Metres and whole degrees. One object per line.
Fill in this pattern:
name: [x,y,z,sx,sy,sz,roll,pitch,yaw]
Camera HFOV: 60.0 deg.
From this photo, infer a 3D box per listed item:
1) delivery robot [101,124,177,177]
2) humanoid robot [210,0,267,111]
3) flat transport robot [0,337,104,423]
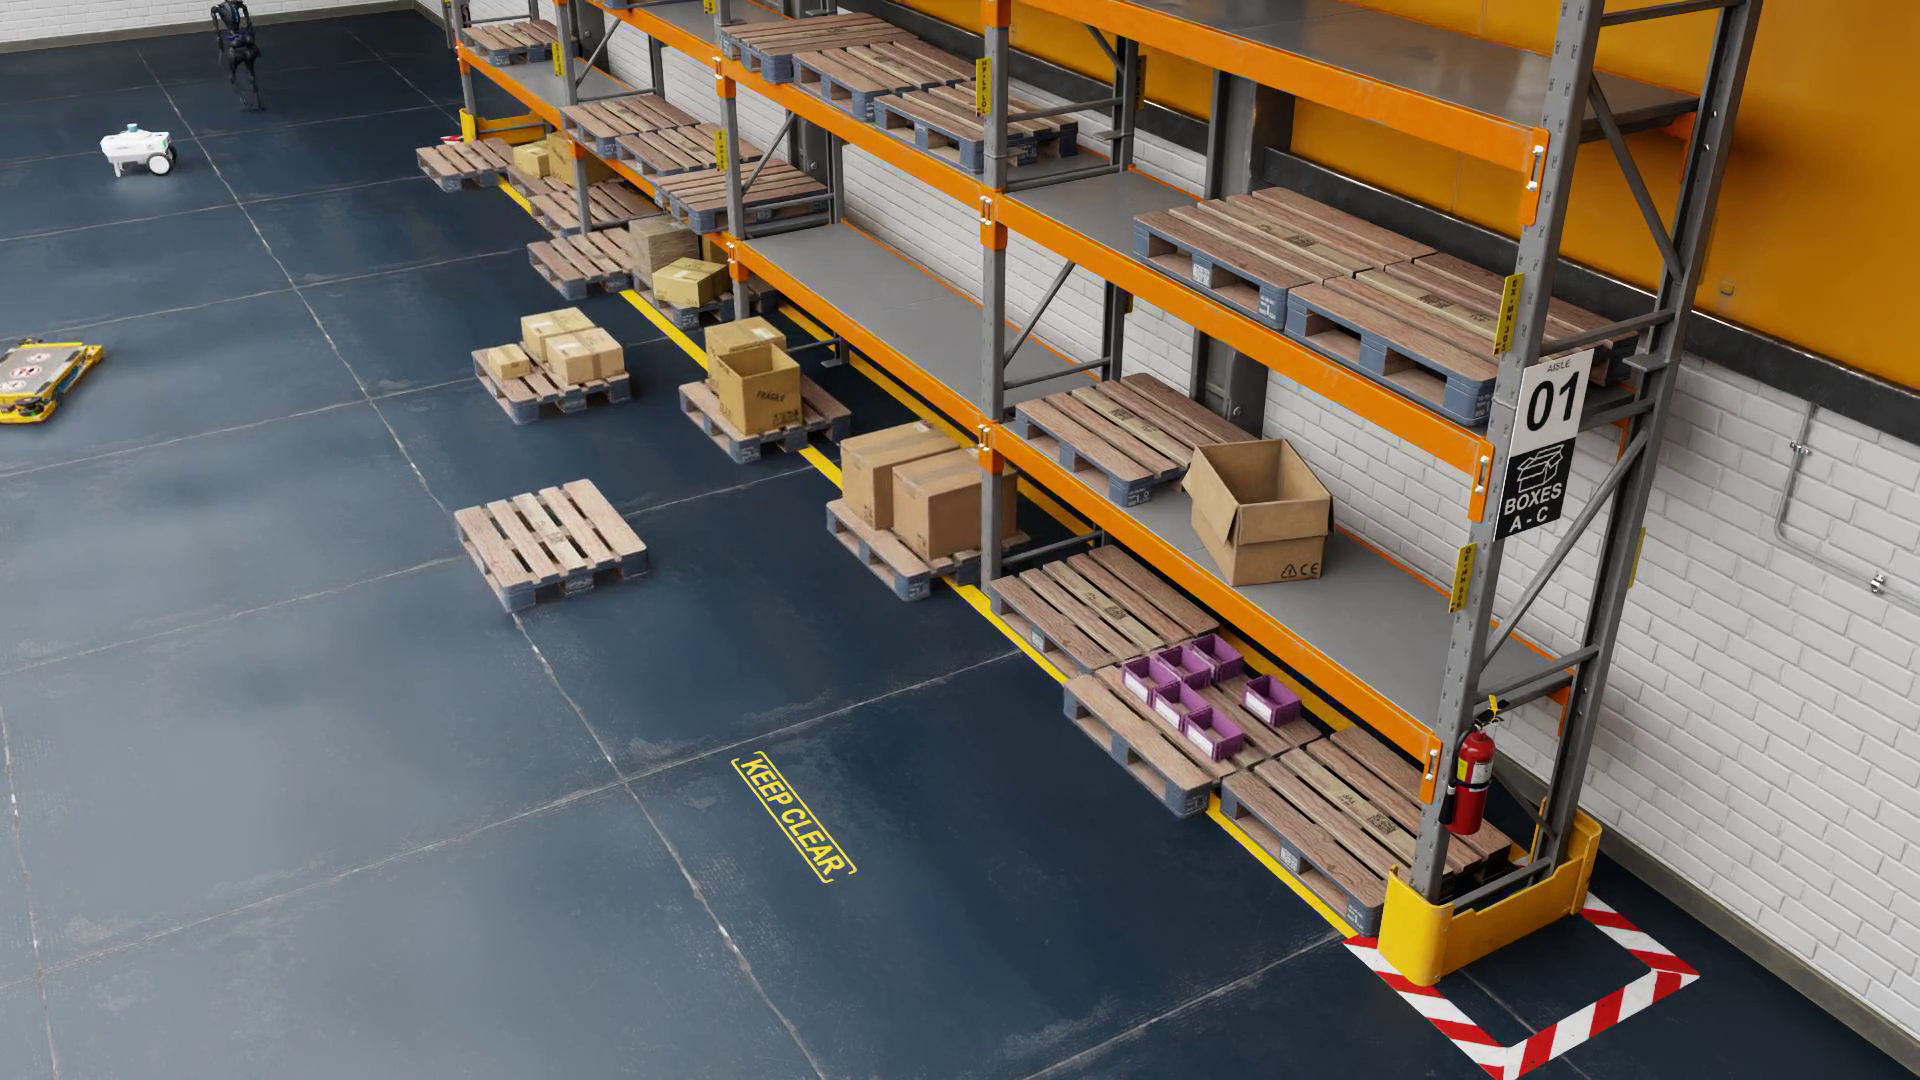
delivery robot: [-9.526,-4.531,19.361,0.785,0.614,0.525,-8,31,-14]
humanoid robot: [-9.282,-6.353,21.421,0.364,1.637,0.594,16,33,27]
flat transport robot: [-7.822,-1.352,14.018,0.659,0.231,1.431,-3,30,-5]
